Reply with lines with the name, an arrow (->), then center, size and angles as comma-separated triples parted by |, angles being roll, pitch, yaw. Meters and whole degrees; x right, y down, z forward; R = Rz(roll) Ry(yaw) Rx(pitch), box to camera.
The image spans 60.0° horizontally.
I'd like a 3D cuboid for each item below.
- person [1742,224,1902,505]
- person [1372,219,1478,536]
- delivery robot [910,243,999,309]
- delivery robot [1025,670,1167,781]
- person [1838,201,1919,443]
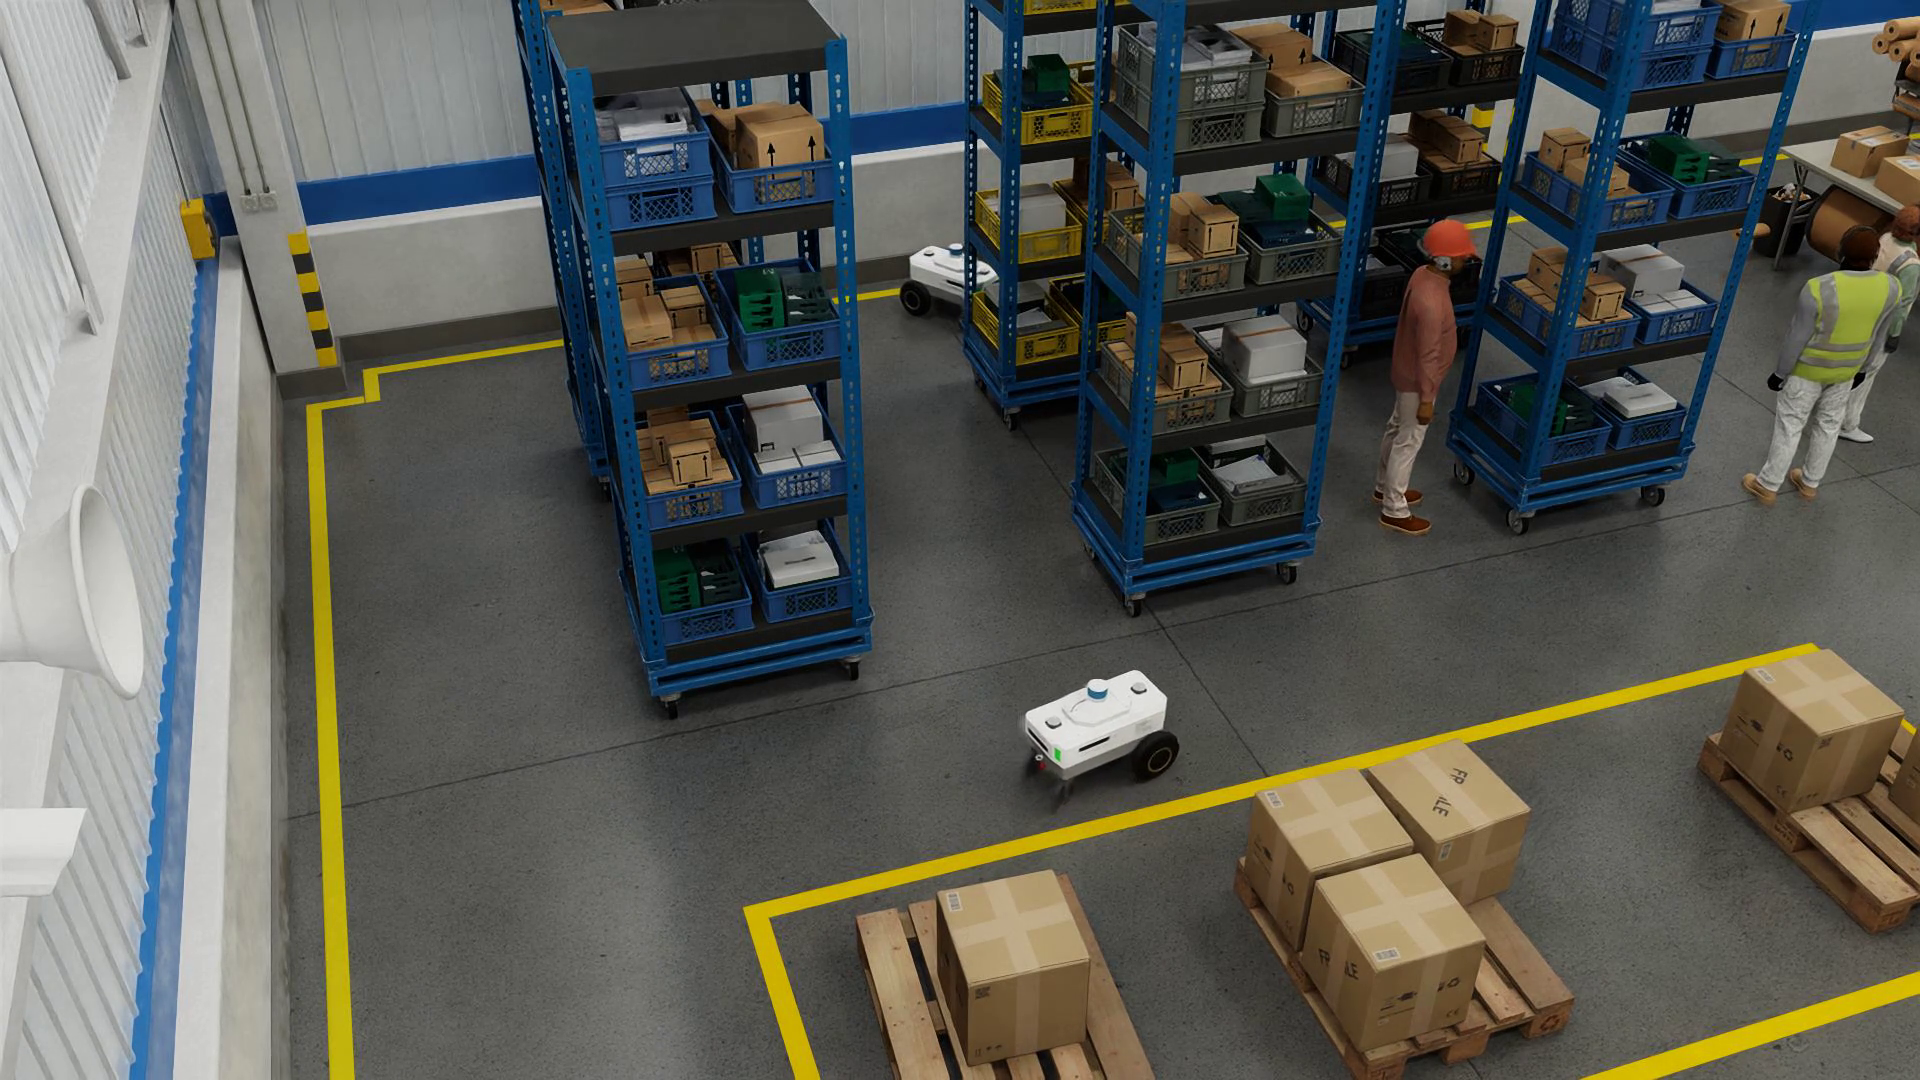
person -> 5.268, -1.061, 10.184 | 0.633, 1.839, 0.429 | -4, 35, -5
person -> 2.753, -0.975, 9.928 | 0.375, 1.997, 0.611 | 3, 35, 5
delivery robot -> -0.027, -1.995, 12.538 | 0.707, 0.478, 0.477 | 23, 41, 29
delivery robot -> 0.685, 0.917, 8.409 | 0.707, 0.478, 0.477 | -18, 39, -24
person -> 6.012, -1.431, 10.881 | 0.306, 1.639, 0.523 | 2, 35, 3
